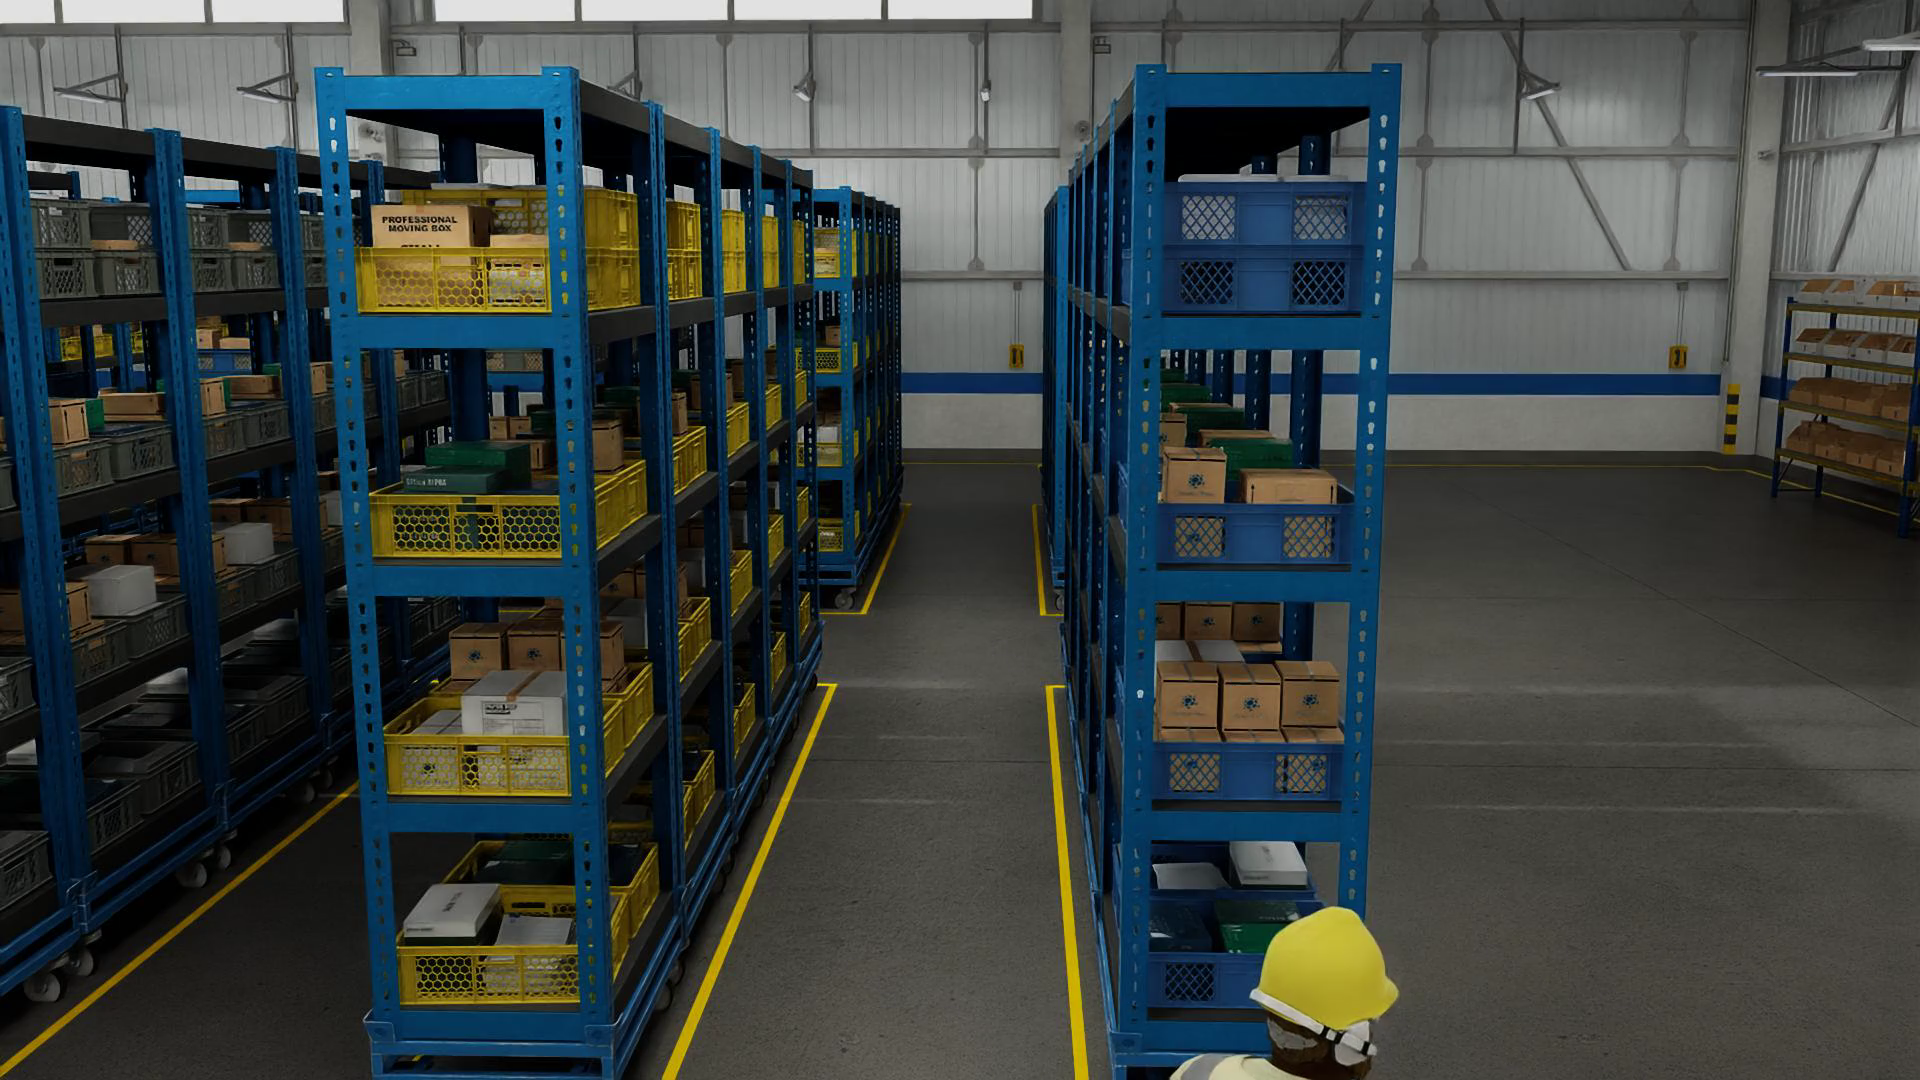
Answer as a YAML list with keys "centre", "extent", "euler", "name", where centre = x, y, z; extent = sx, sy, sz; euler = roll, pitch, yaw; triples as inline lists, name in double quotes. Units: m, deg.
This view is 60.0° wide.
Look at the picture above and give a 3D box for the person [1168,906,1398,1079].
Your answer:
- centre: [0.658, 1.588, 3.189]
  extent: [0.594, 1.832, 0.403]
  euler: [9, 13, 43]
  name: "person"
